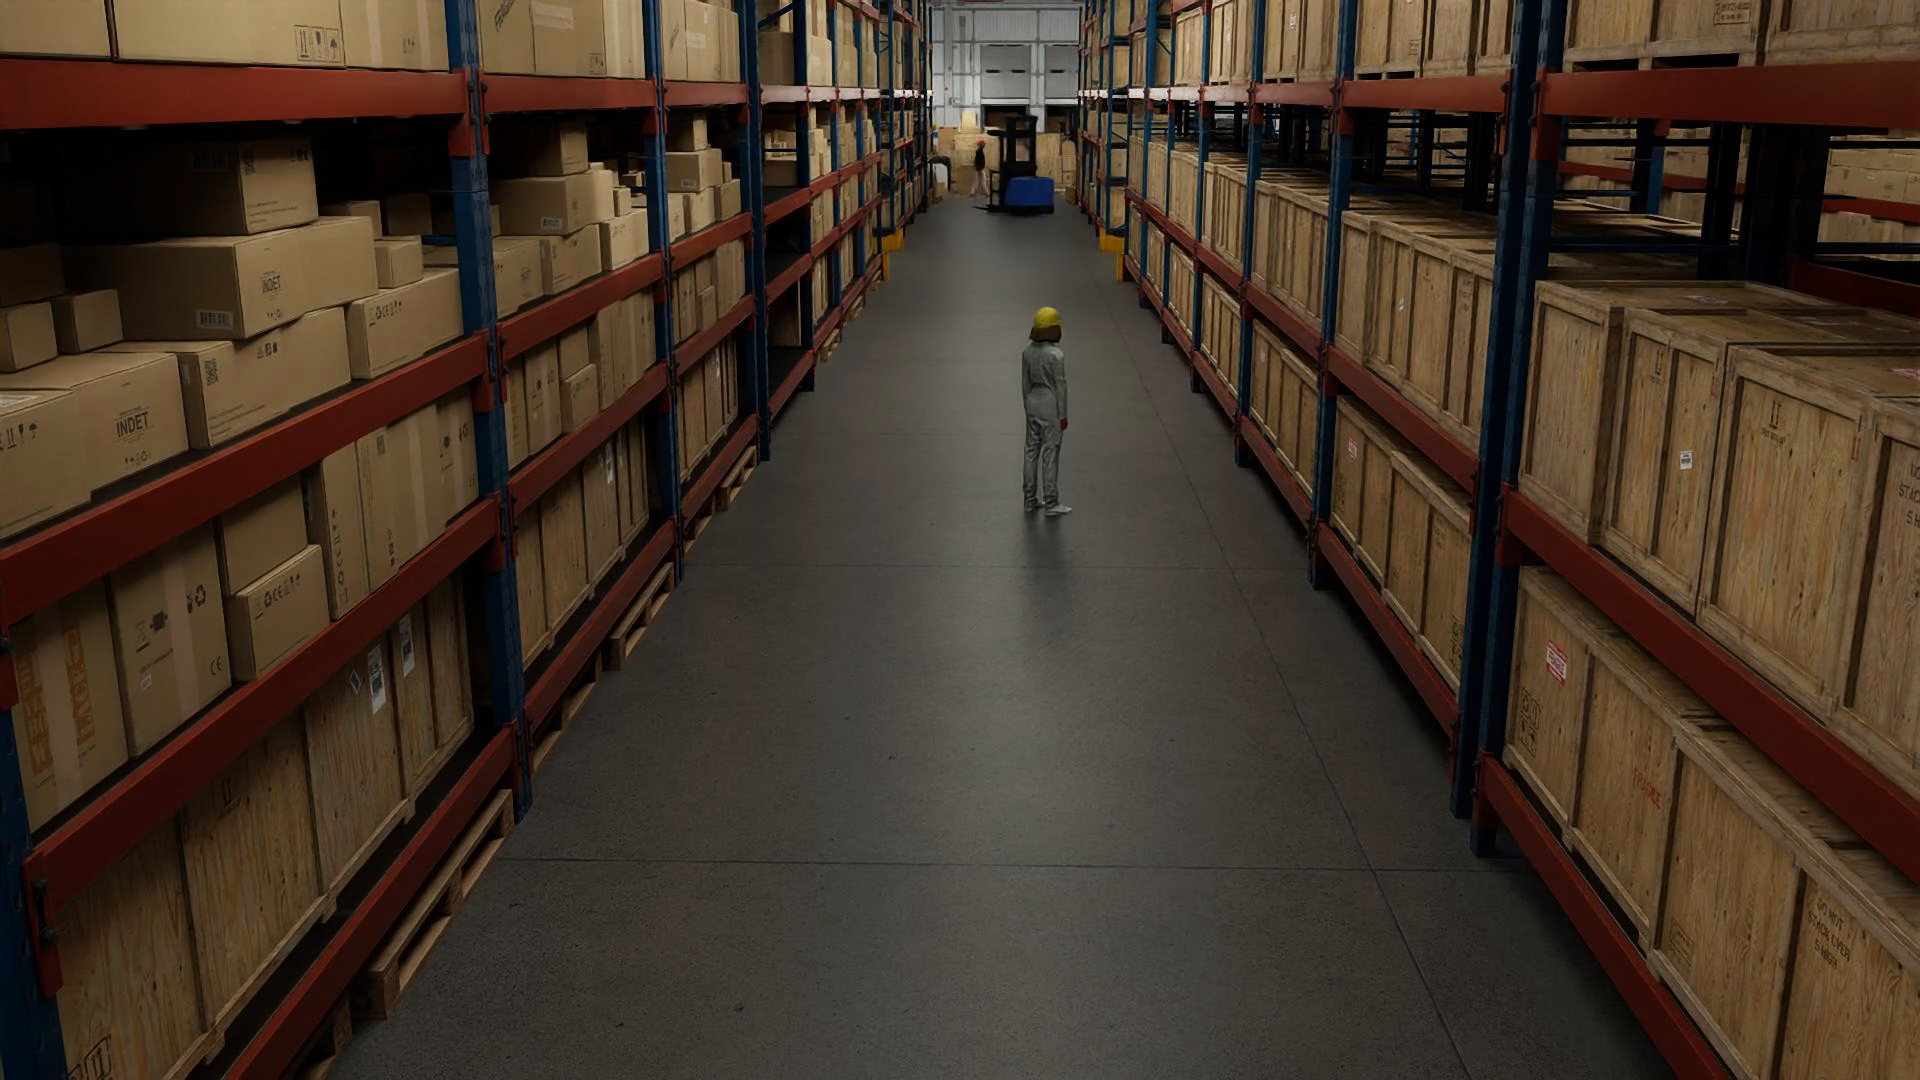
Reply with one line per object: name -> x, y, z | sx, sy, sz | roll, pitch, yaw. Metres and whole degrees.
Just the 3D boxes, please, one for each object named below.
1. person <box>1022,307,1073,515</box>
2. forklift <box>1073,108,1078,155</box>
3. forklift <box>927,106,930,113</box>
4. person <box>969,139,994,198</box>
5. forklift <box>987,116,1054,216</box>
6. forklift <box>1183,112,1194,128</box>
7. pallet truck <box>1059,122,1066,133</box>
person -> 0.724, -1.082, 13.969 | 0.289, 1.746, 0.487 | -13, 20, -41
forklift -> 5.667, -18.432, 76.369 | 1.129, 2.768, 1.873 | -7, 17, -24
forklift -> -1.999, -20.667, 84.686 | 1.129, 2.768, 1.873 | 0, 15, 2
person -> 0.707, -12.592, 56.388 | 0.844, 1.964, 0.634 | -2, 15, -7
forklift -> 1.797, -10.875, 48.255 | 1.129, 2.768, 1.873 | -10, 18, -33
forklift -> 8.132, -14.055, 60.086 | 1.129, 2.768, 1.873 | 0, 15, 1
pallet truck -> 5.788, -21.111, 88.014 | 1.885, 1.965, 0.823 | 5, 16, 18
